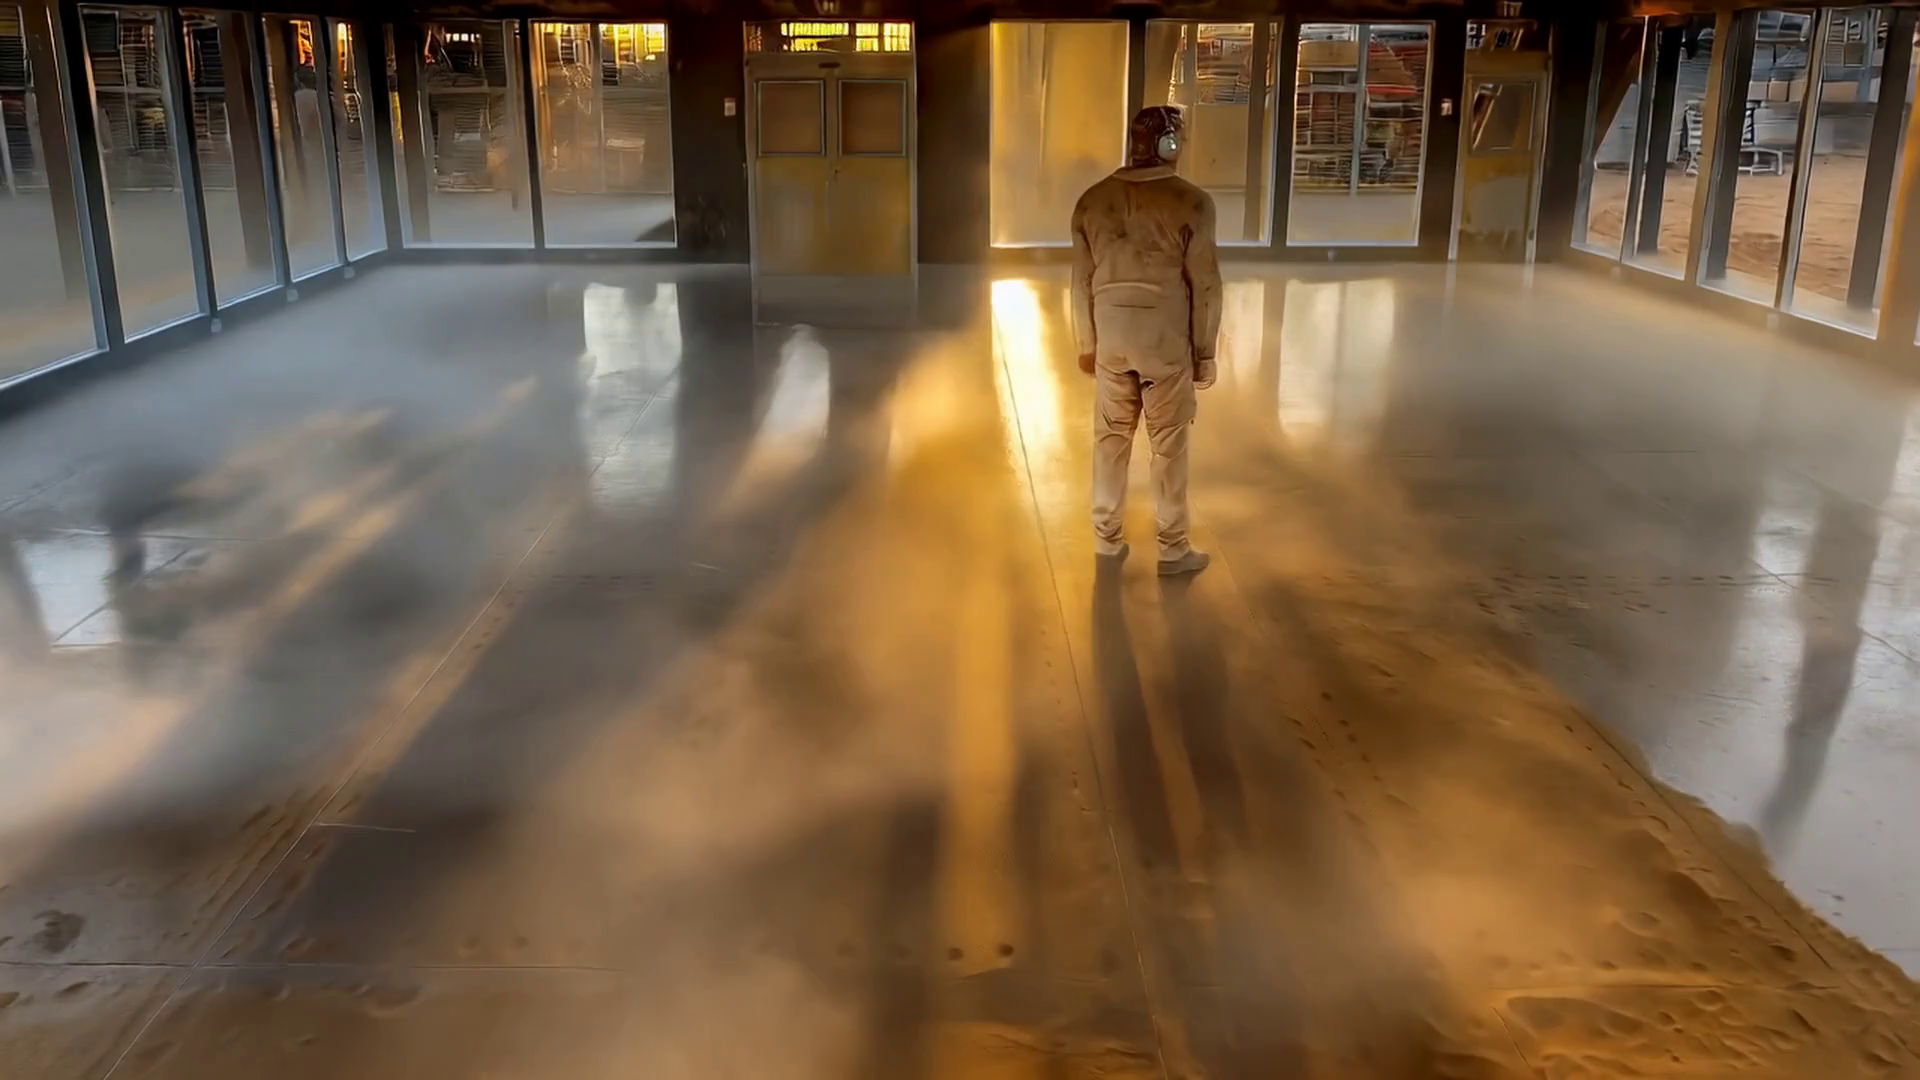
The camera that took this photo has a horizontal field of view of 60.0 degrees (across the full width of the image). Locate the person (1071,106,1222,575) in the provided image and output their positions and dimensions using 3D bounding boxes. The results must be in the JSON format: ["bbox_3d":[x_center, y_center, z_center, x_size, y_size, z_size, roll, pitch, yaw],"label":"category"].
[{"bbox_3d":[0.780,-0.808,6.863,0.639,1.904,0.402,10,19,31],"label":"person"}]
